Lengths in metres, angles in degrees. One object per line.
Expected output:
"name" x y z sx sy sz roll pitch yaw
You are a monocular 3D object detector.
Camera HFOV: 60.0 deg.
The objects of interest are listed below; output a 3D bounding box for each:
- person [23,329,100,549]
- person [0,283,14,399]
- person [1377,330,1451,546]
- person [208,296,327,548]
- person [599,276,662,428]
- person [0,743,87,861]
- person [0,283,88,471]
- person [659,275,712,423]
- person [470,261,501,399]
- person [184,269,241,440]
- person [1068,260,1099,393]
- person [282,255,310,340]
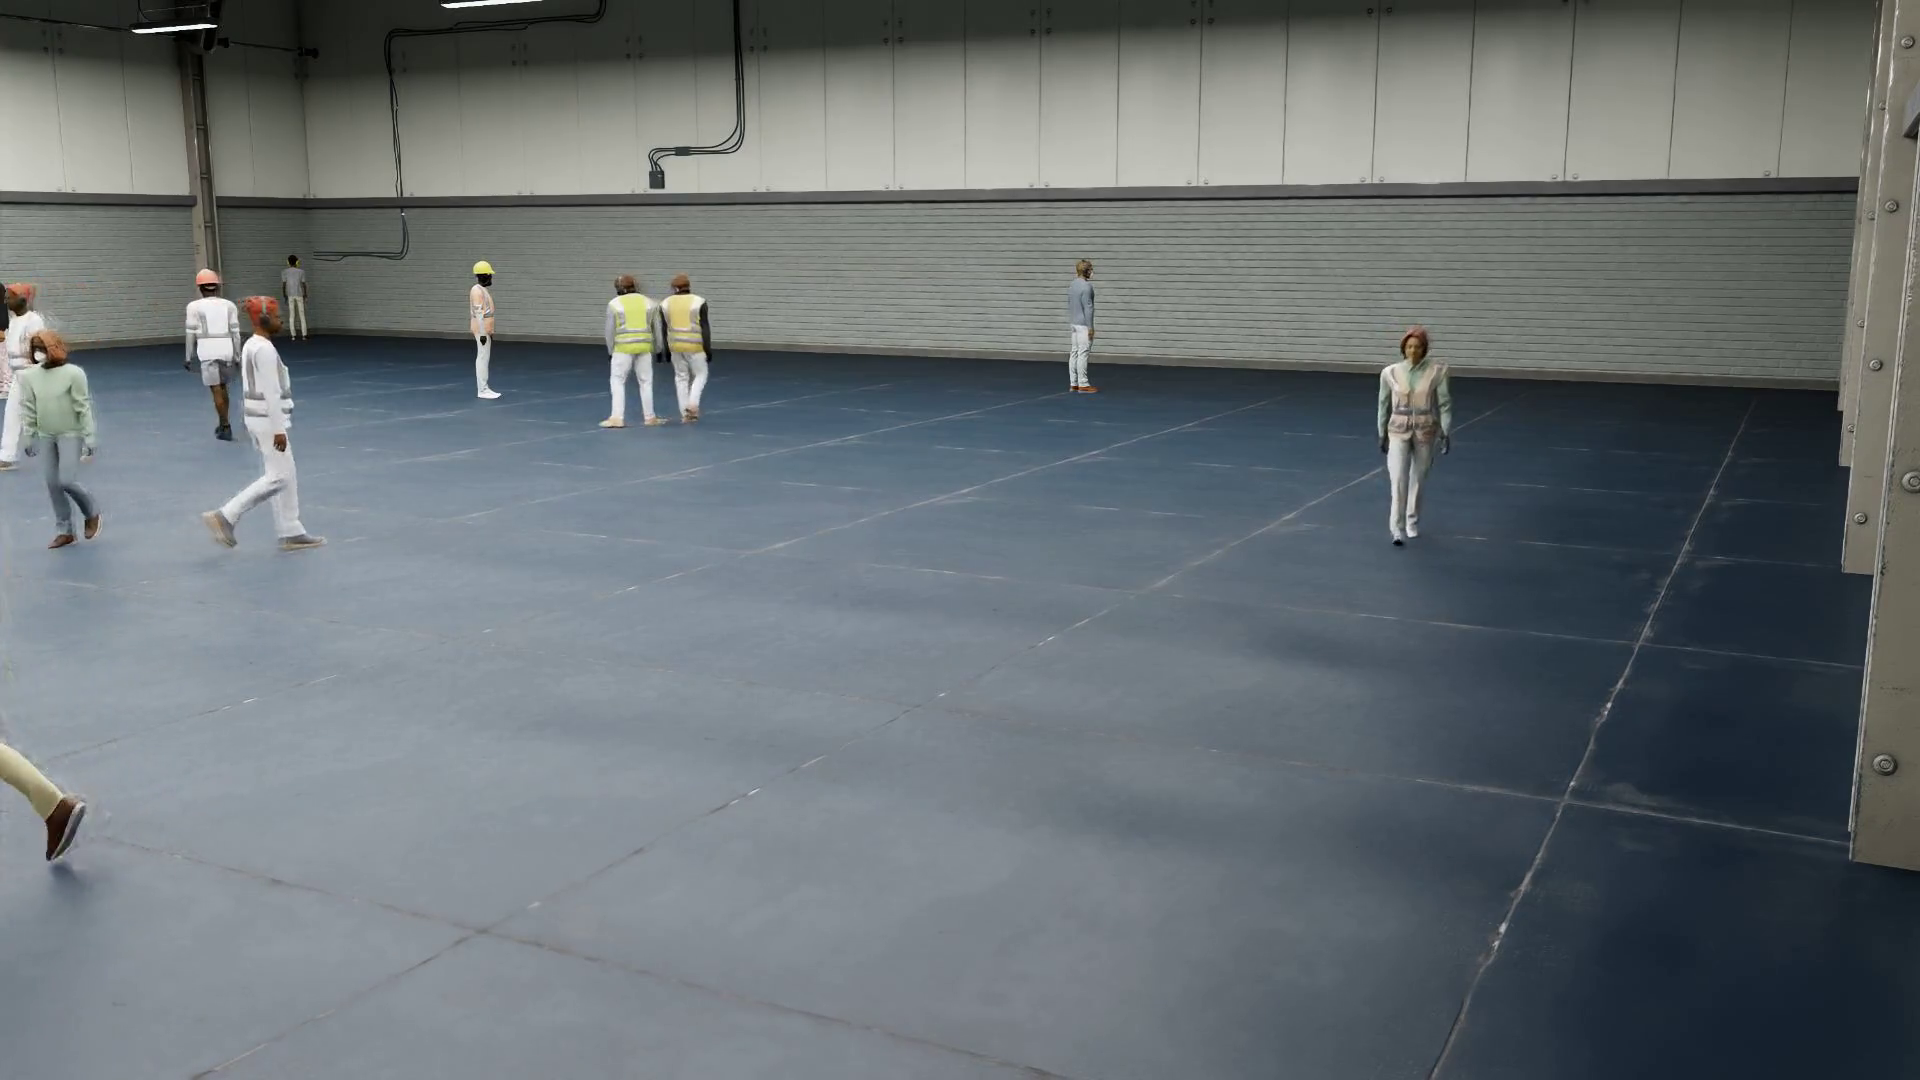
"person" -6.637 -0.741 12.240 0.521 1.618 0.369 2 11 10
"person" -13.623 -2.987 23.456 0.613 1.994 0.381 8 13 38
"person" 3.385 -0.764 12.416 0.527 1.590 0.866 2 11 13
"person" -5.058 -0.829 12.045 0.716 1.866 0.586 -5 12 -26
"person" -3.948 -2.251 19.973 0.876 1.814 0.432 -7 12 -32
"person" -3.581 0.430 5.867 0.723 1.611 0.495 -1 10 -6
"person" -9.166 -1.614 16.422 0.589 1.839 0.968 8 13 36
"person" -3.353 -2.340 20.416 0.641 1.817 0.434 2 11 13
"person" -6.721 -2.966 23.519 0.360 1.930 0.589 -2 11 -9
"person" -8.469 -2.089 18.783 0.797 1.905 0.553 9 14 41
"person" 1.796 -3.122 24.349 0.372 1.940 0.630 -4 11 -21
"person" -14.692 -5.362 36.750 0.520 1.873 0.335 -2 11 -10
